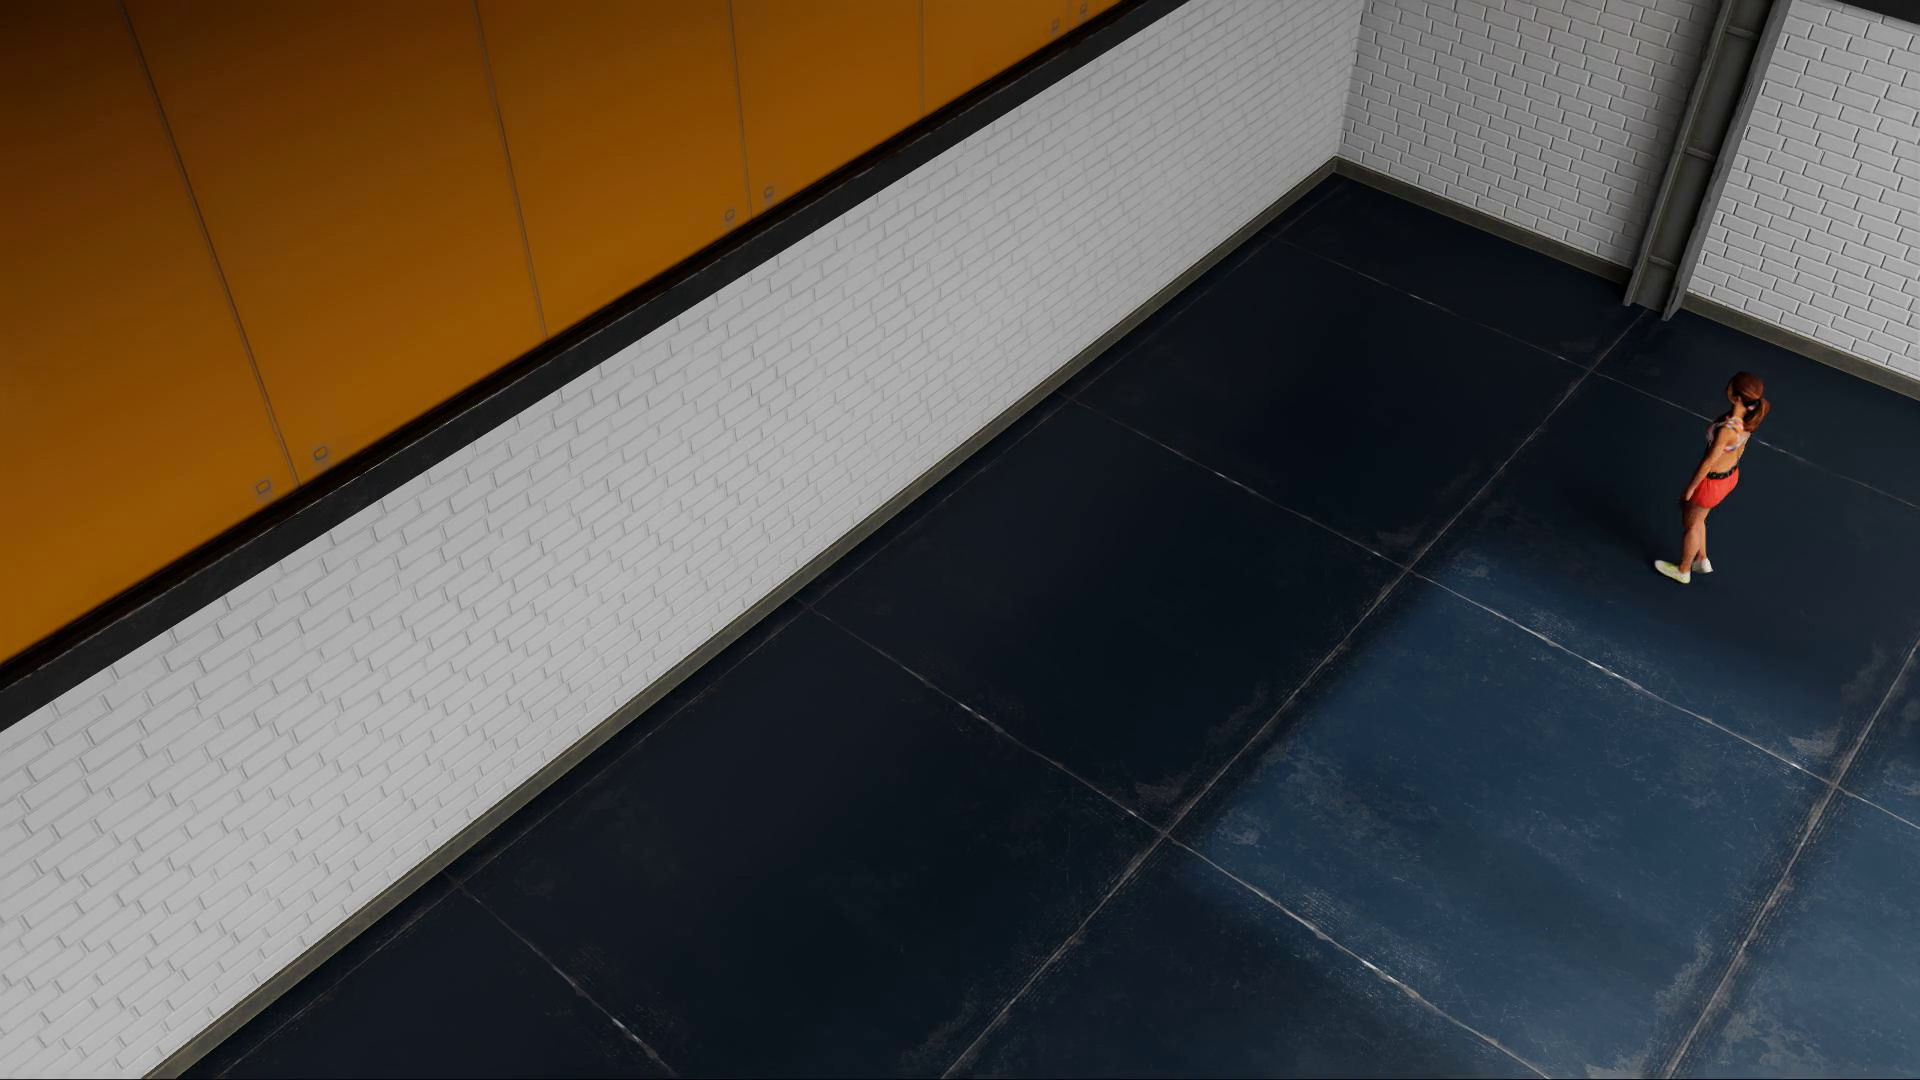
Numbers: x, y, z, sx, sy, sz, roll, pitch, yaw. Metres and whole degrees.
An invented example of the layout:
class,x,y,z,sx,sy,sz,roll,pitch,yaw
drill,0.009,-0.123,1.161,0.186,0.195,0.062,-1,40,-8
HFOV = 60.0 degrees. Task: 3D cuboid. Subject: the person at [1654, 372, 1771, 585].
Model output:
class,x,y,z,sx,sy,sz,roll,pitch,yaw
person,5.097,-0.348,11.090,0.623,1.783,0.667,-31,51,-28
